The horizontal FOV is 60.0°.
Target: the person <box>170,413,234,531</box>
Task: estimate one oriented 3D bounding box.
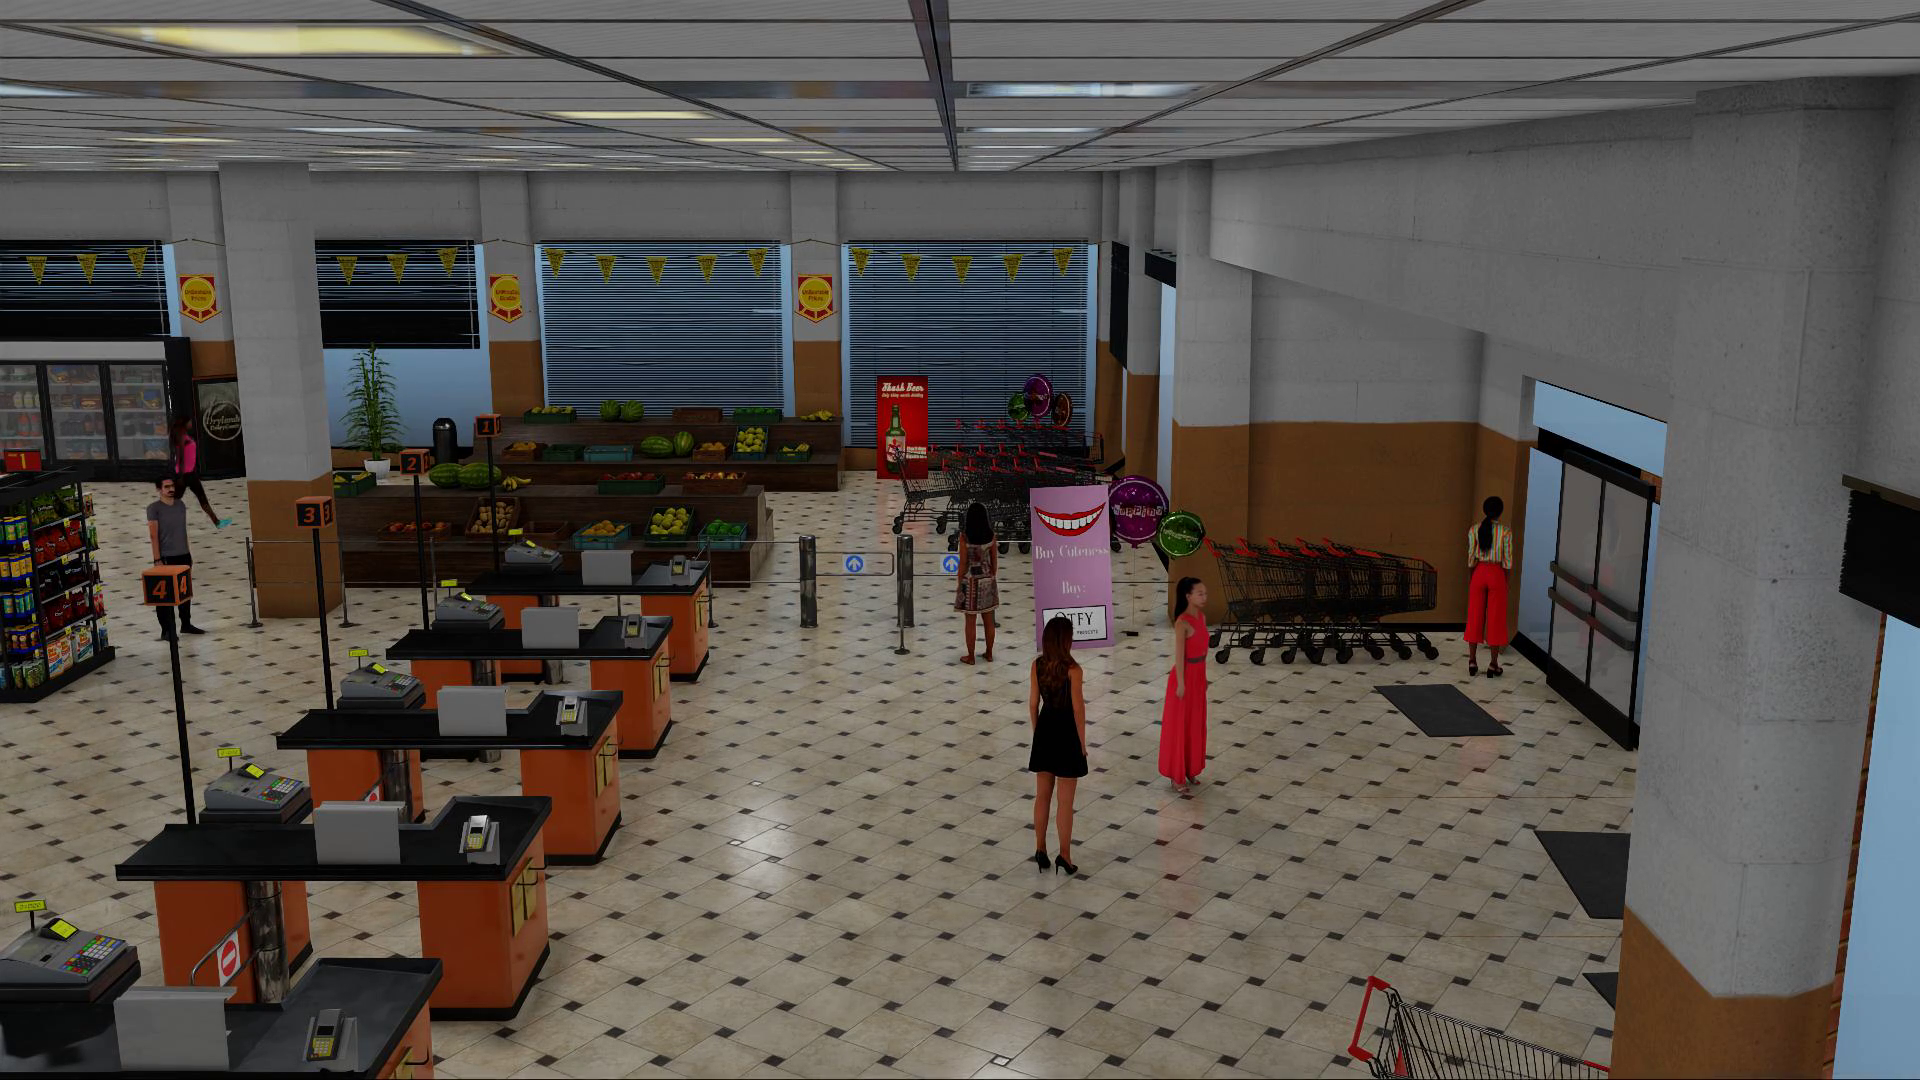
[{"bbox_3d":[-10.741,-0.868,22.843,1.193,1.671,0.879,-5,13,-22],"label":"person"}]

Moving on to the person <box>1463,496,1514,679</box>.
[{"bbox_3d":[5.173,0.450,16.284,0.630,1.793,0.736,7,14,30],"label":"person"}]

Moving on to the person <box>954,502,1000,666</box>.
[{"bbox_3d":[0.170,0.428,16.751,0.639,1.645,0.784,-6,13,-27],"label":"person"}]

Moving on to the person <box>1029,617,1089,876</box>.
[{"bbox_3d":[0.669,1.426,11.549,0.633,1.834,0.728,8,14,32],"label":"person"}]

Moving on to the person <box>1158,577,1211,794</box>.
[{"bbox_3d":[1.815,1.138,13.195,0.755,1.720,0.714,9,15,36],"label":"person"}]

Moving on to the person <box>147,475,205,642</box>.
[{"bbox_3d":[-8.397,0.169,17.712,0.680,1.755,0.687,5,13,23],"label":"person"}]
